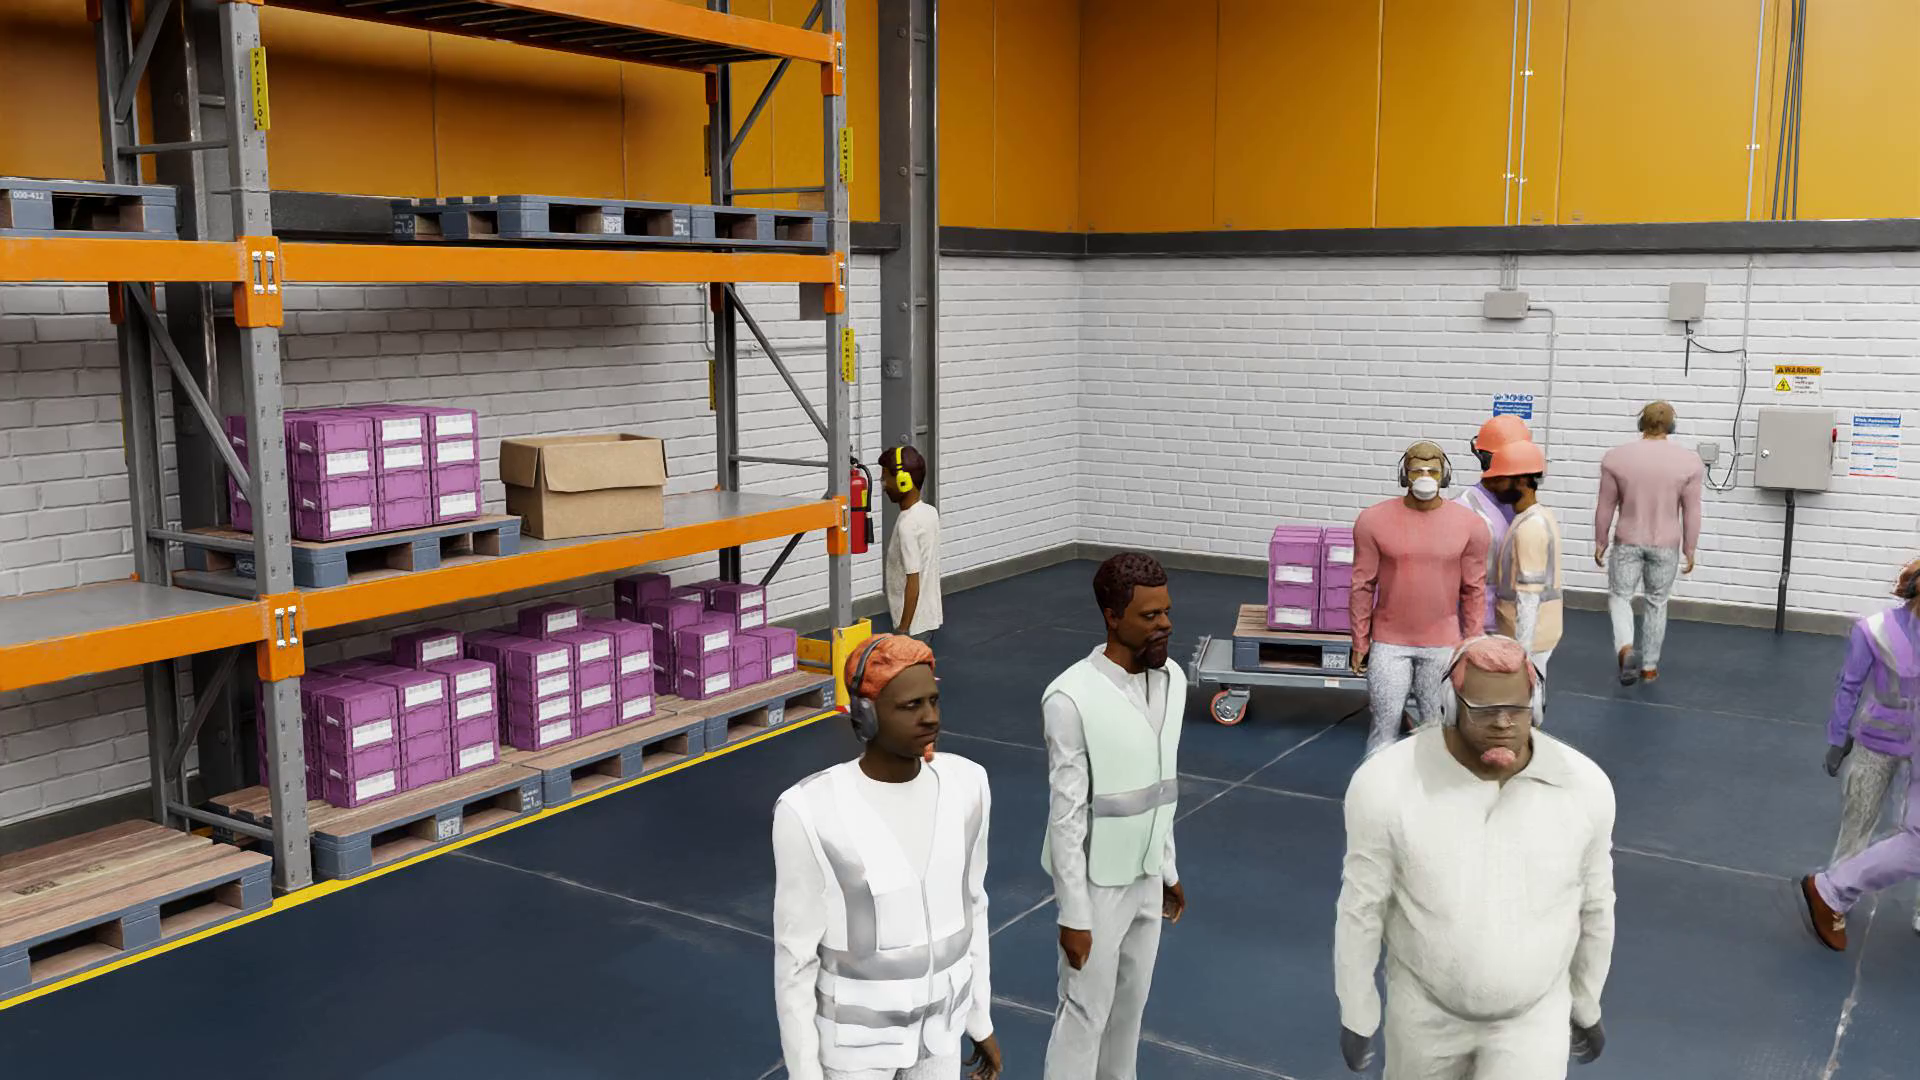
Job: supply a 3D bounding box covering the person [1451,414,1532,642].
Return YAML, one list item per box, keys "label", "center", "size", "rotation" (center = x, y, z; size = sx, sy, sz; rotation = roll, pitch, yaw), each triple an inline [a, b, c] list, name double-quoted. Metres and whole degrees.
- label: "person"
  center: [2.616, 0.395, 8.201]
  size: [0.601, 2.036, 0.418]
  rotation: [-8, 12, -41]

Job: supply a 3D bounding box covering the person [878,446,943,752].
- label: "person"
  center: [-0.259, 0.456, 8.327]
  size: [0.329, 1.865, 0.514]
  rotation: [1, 9, 10]

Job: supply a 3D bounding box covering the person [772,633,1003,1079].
- label: "person"
  center: [-0.154, 1.141, 3.806]
  size: [0.578, 1.884, 0.353]
  rotation: [-7, 11, -37]

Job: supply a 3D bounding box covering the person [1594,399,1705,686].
- label: "person"
  center: [4.504, 0.033, 10.899]
  size: [0.651, 1.920, 0.741]
  rotation: [4, 9, 22]

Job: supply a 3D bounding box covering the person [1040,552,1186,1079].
- label: "person"
  center: [0.443, 0.977, 4.767]
  size: [0.399, 1.918, 0.589]
  rotation: [7, 11, 39]

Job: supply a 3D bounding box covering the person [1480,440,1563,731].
- label: "person"
  center: [2.705, 0.467, 8.079]
  size: [0.414, 1.923, 0.558]
  rotation: [4, 9, 23]

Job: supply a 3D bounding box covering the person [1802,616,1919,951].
- label: "person"
  center: [3.730, 0.765, 6.294]
  size: [0.653, 1.877, 0.821]
  rotation: [-6, 11, -35]

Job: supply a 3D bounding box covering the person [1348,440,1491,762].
- label: "person"
  center: [2.140, 0.498, 7.812]
  size: [0.630, 1.940, 0.372]
  rotation: [2, 9, 13]

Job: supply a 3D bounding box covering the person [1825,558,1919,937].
- label: "person"
  center: [3.788, 0.842, 6.649]
  size: [0.599, 1.604, 0.645]
  rotation: [1, 9, 8]

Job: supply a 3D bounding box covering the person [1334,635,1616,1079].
- label: "person"
  center: [1.265, 1.106, 4.152]
  size: [0.668, 1.864, 0.963]
  rotation: [1, 9, 9]
